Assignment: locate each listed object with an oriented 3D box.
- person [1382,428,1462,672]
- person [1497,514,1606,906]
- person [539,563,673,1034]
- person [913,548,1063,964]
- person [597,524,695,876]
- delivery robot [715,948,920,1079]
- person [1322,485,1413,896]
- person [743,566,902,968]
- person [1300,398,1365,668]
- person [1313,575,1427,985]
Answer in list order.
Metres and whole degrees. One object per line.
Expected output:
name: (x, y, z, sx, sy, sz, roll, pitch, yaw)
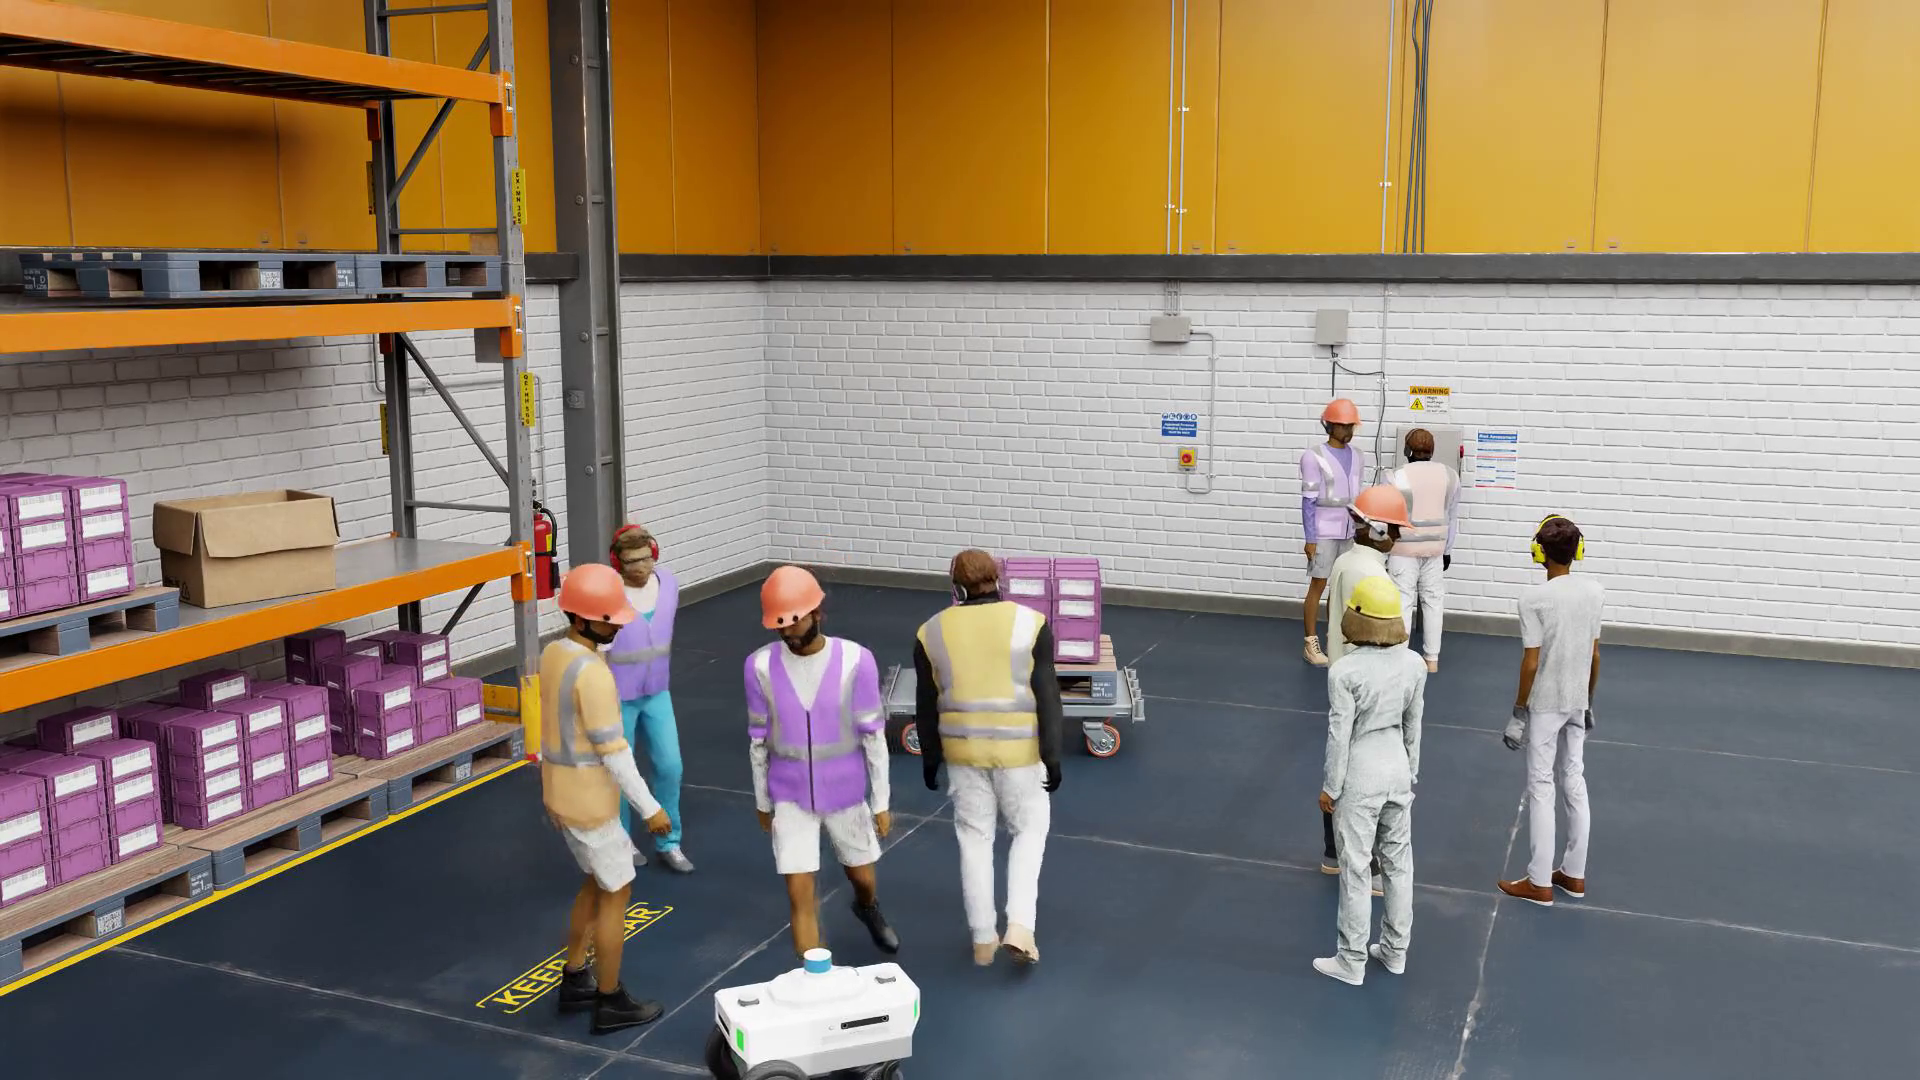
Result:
person: (3.379, 0.086, 12.367, 0.627, 1.844, 0.429, -2, 10, -13)
person: (2.812, 0.811, 7.923, 0.521, 1.859, 0.336, -4, 10, -23)
person: (-1.390, 1.017, 6.524, 0.467, 1.908, 0.584, -5, 11, -30)
person: (0.115, 0.952, 7.255, 0.667, 1.802, 0.578, 2, 10, 11)
person: (-1.609, 0.794, 8.214, 0.689, 1.788, 0.596, 9, 13, 42)
delivery robot: (-0.511, 1.727, 6.029, 0.707, 0.478, 0.477, -4, 10, -22)
person: (1.979, 0.720, 8.083, 0.388, 1.987, 0.608, -1, 9, -7)
person: (-0.567, 0.994, 6.794, 0.592, 1.893, 0.925, 0, 9, 2)
person: (2.852, -0.061, 12.641, 0.608, 2.045, 0.369, -6, 11, -33)
person: (1.735, 1.010, 7.058, 0.488, 1.746, 0.287, -5, 10, -26)
